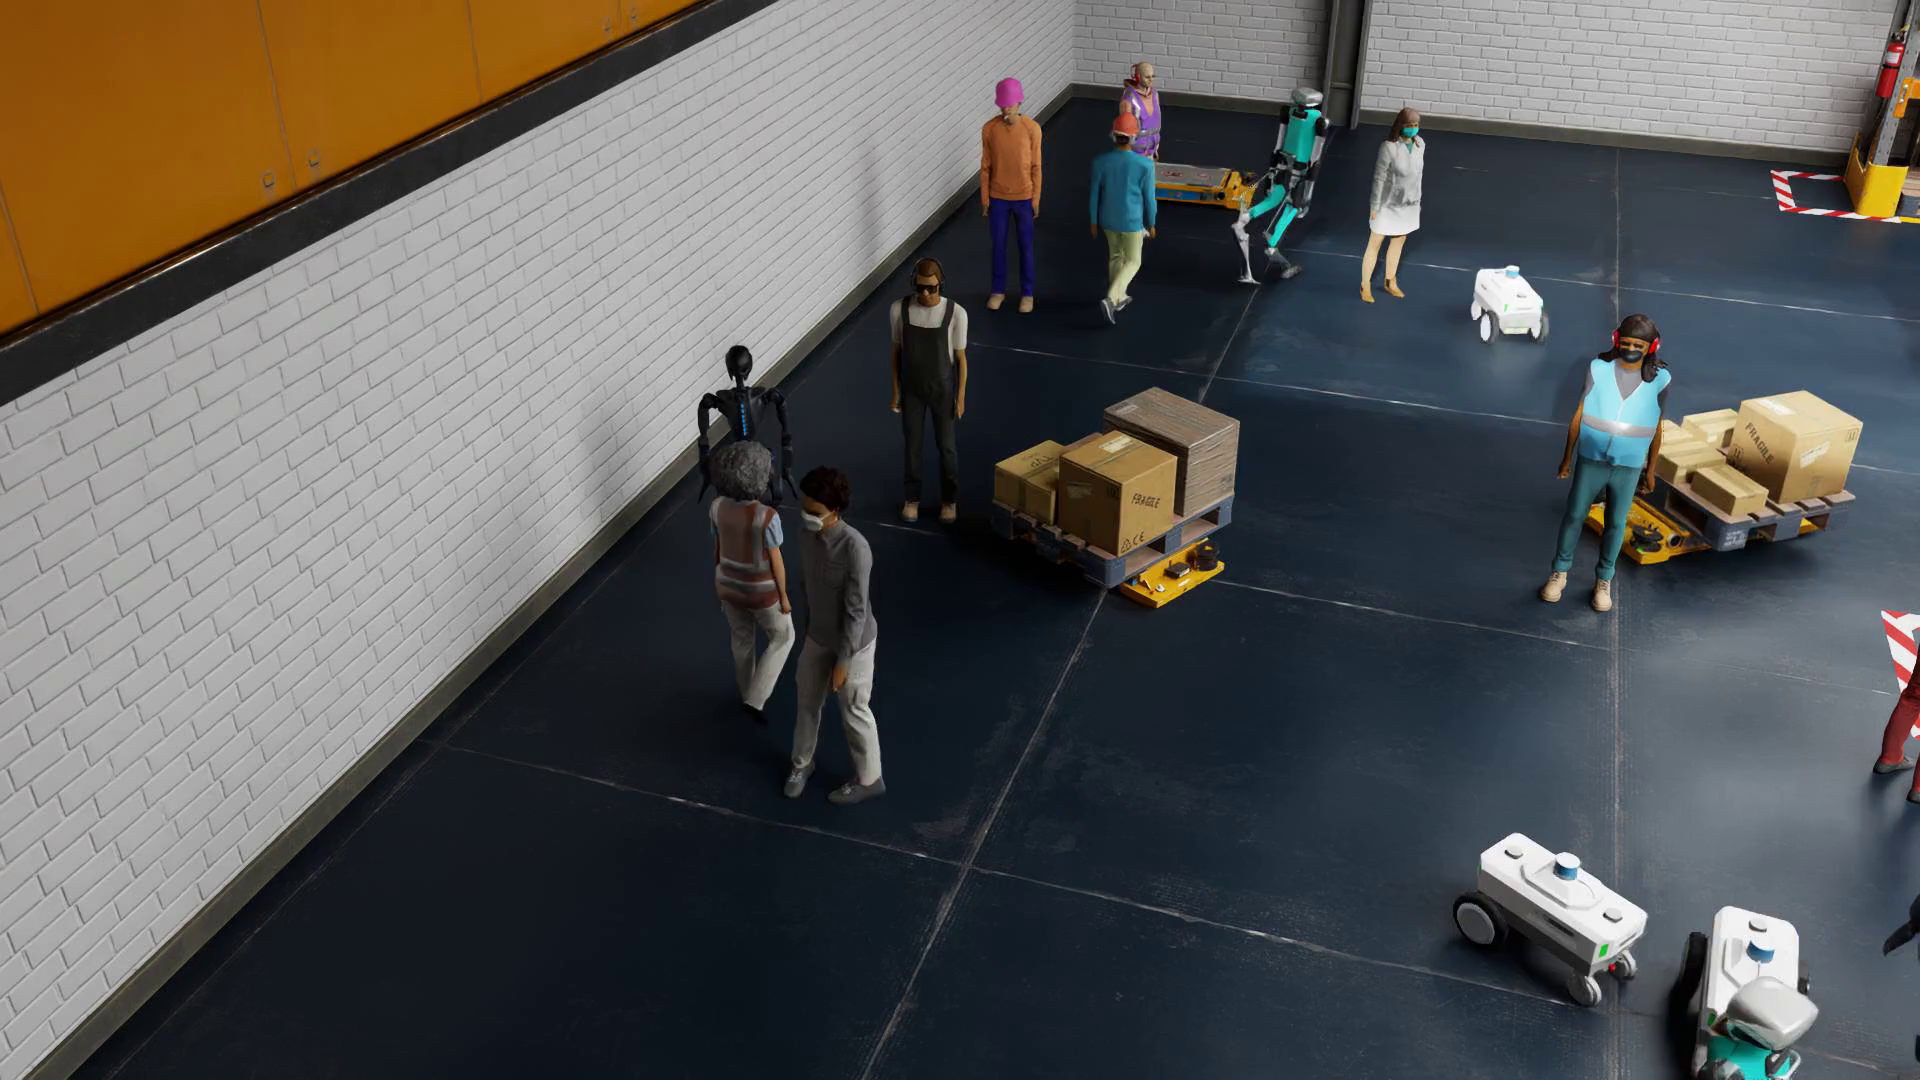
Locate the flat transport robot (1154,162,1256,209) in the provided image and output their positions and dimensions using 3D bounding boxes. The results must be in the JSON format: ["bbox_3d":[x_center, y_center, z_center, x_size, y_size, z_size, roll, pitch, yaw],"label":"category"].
[{"bbox_3d":[2.219,-3.559,16.680,1.431,0.231,0.659,8,31,13],"label":"flat transport robot"}]

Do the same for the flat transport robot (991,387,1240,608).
[{"bbox_3d":[0.932,-0.018,10.656,0.659,0.231,1.431,-26,39,-37],"label":"flat transport robot"}]

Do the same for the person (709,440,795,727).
[{"bbox_3d":[-1.119,0.266,8.782,0.445,1.676,0.420,14,33,23],"label":"person"}]

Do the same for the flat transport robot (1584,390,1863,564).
[{"bbox_3d":[4.876,-0.179,10.930,1.431,0.231,0.659,-10,32,-16],"label":"flat transport robot"}]

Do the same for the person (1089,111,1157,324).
[{"bbox_3d":[1.321,-2.645,13.680,0.567,1.732,0.703,18,35,28],"label":"person"}]

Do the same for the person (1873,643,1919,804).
[{"bbox_3d":[4.981,0.522,8.259,0.309,1.767,0.531,-6,31,-10],"label":"person"}]

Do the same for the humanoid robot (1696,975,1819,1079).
[{"bbox_3d":[2.734,2.289,5.293,0.544,1.755,1.005,-26,39,-37],"label":"humanoid robot"}]

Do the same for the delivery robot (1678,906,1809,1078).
[{"bbox_3d":[3.343,1.921,7.061,0.499,0.580,0.756,13,33,21],"label":"delivery robot"}]

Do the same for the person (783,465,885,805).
[{"bbox_3d":[-0.635,0.477,8.220,0.535,1.883,0.493,22,37,33],"label":"person"}]

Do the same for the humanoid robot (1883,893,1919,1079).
[{"bbox_3d":[4.018,1.573,6.567,0.606,1.649,0.401,6,31,9],"label":"humanoid robot"}]

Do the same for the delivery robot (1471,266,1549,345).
[{"bbox_3d":[4.498,-1.936,13.651,0.499,0.608,0.797,-2,31,-3],"label":"delivery robot"}]

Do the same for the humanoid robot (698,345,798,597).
[{"bbox_3d":[-1.265,-0.373,9.857,0.599,1.657,0.315,-5,31,-8],"label":"humanoid robot"}]

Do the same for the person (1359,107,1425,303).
[{"bbox_3d":[3.683,-2.824,14.051,0.497,1.660,0.337,-11,32,-18],"label":"person"}]

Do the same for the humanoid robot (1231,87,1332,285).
[{"bbox_3d":[2.651,-2.930,14.216,0.991,1.750,0.530,-19,36,-29],"label":"humanoid robot"}]

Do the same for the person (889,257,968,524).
[{"bbox_3d":[-0.203,-0.957,10.713,0.499,1.839,0.345,6,31,11],"label":"person"}]

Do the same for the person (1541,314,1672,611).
[{"bbox_3d":[3.836,-0.458,9.828,0.545,1.865,0.377,11,32,19],"label":"person"}]

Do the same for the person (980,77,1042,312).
[{"bbox_3d":[0.417,-2.862,13.819,0.516,1.974,0.398,6,31,9],"label":"person"}]

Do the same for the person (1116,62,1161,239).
[{"bbox_3d":[1.629,-3.547,15.264,0.486,1.685,0.349,-24,38,-34],"label":"person"}]

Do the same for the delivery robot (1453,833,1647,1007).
[{"bbox_3d":[2.681,1.663,7.506,0.499,0.586,0.783,-21,36,-32],"label":"delivery robot"}]
